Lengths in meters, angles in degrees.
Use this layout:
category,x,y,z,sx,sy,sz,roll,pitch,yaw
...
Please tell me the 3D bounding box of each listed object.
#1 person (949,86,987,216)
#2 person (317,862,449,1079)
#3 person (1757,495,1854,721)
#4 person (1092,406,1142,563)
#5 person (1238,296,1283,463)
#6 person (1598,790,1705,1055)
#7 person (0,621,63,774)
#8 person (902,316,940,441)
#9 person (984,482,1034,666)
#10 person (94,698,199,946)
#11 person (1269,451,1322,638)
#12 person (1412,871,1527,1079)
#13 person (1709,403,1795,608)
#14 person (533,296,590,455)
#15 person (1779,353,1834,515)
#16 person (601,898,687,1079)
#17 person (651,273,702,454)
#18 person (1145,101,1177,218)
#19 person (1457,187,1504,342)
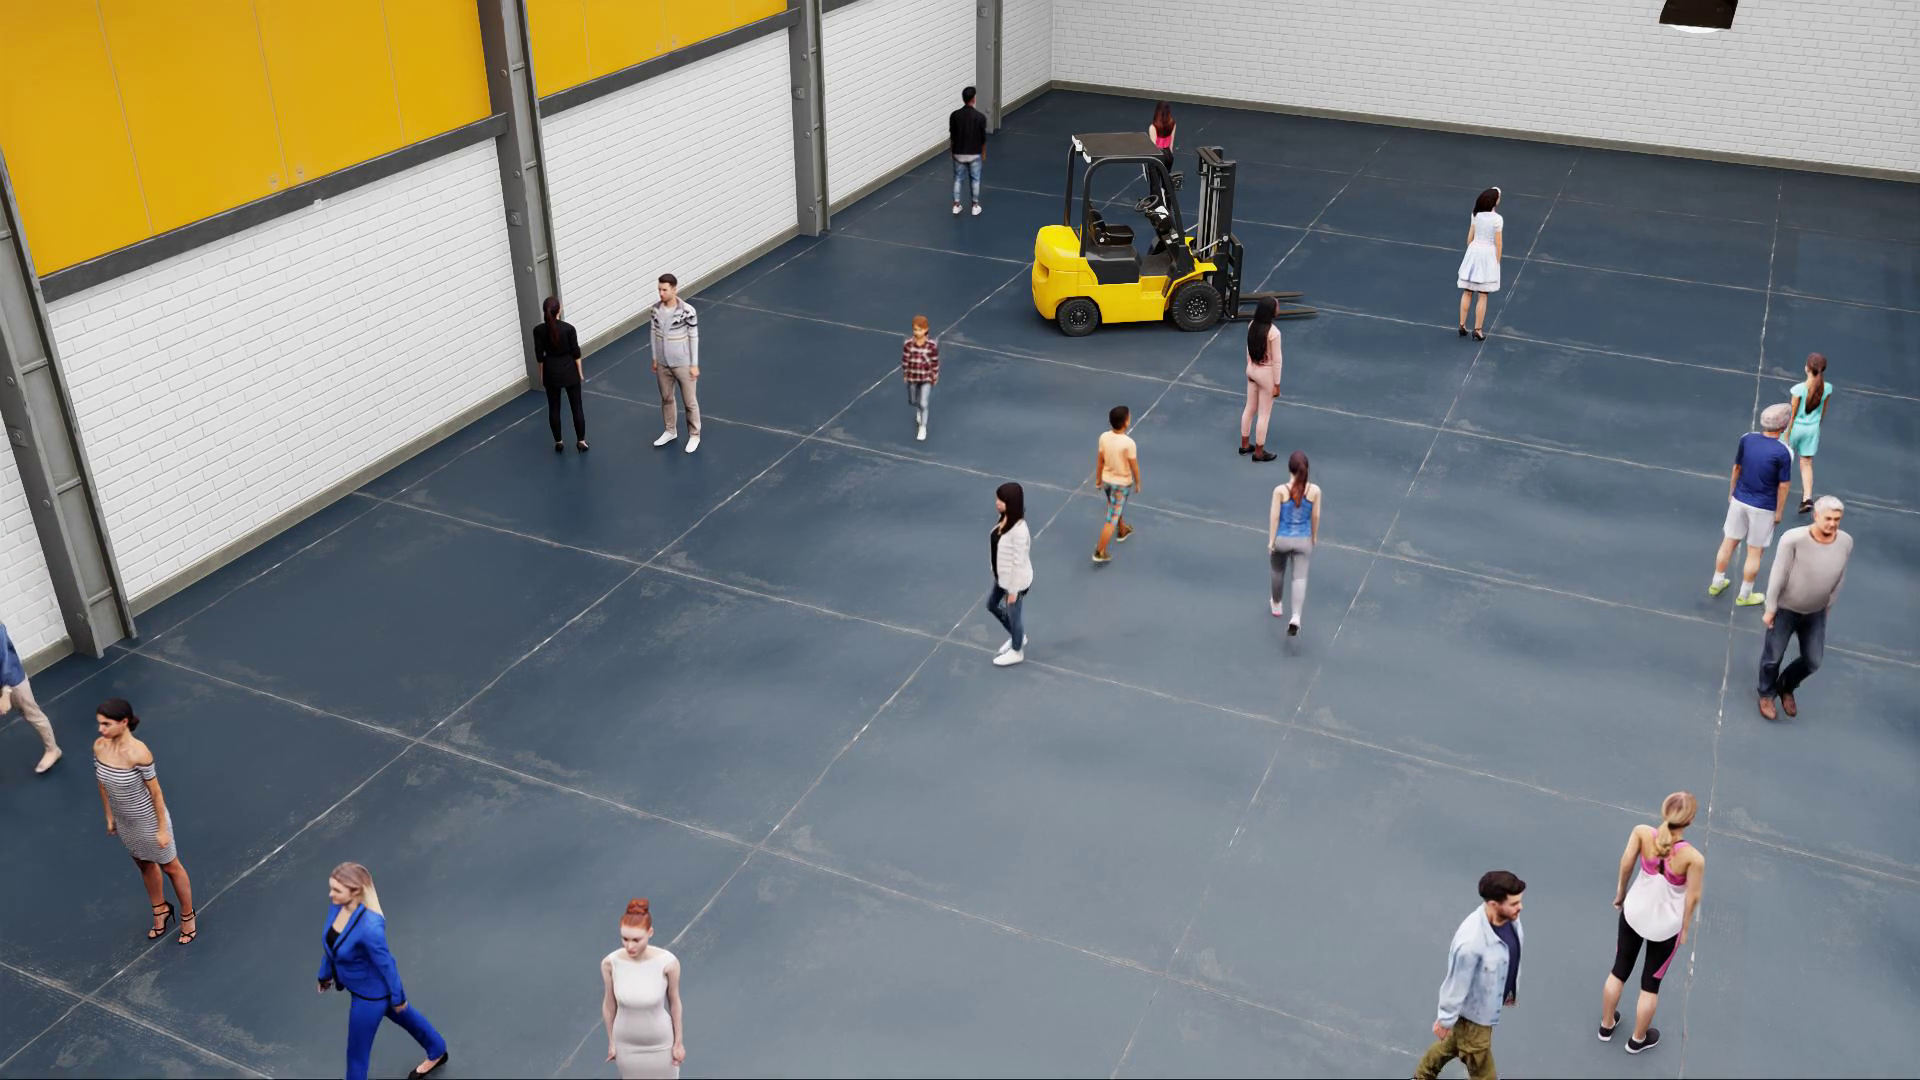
category,x,y,z,sx,sy,sz,roll,pitch,yaw
person,0.105,-5.536,23.693,0.751,1.804,0.694,5,29,9
person,-3.178,2.435,9.232,1.220,1.659,0.947,-22,36,-35
person,6.310,0.473,12.585,0.812,1.894,0.775,3,29,5
person,1.359,-0.475,14.807,0.680,1.430,1.038,20,34,32
person,3.008,-1.611,16.585,0.727,1.721,0.703,-15,32,-26
person,3.964,2.189,9.550,0.632,1.787,0.662,-25,37,-38
person,-6.791,0.984,11.889,0.818,1.662,1.079,3,29,6
person,-0.400,-1.722,17.235,0.660,1.294,0.858,4,29,8
person,0.474,0.261,13.246,0.790,1.632,0.734,-10,30,-18
person,-5.063,1.744,10.328,0.615,1.822,0.552,9,30,17
person,2.751,0.040,13.695,0.797,1.590,1.070,2,29,3
person,2.733,2.489,9.013,0.960,1.774,1.093,23,36,36
person,6.734,-0.318,14.092,0.719,1.839,0.719,-20,34,-32
person,-4.012,-1.647,16.714,0.685,1.661,0.697,-1,29,-2
person,7.960,-0.991,15.645,0.803,1.533,1.107,2,29,4
person,-1.644,2.620,8.755,0.629,1.792,0.611,0,29,0
person,-2.876,-1.828,16.835,0.679,1.862,0.559,12,31,21
person,2.844,-5.399,23.595,0.637,1.658,0.732,-16,32,-26
person,6.095,-3.226,19.447,0.851,1.816,0.814,-24,37,-37
